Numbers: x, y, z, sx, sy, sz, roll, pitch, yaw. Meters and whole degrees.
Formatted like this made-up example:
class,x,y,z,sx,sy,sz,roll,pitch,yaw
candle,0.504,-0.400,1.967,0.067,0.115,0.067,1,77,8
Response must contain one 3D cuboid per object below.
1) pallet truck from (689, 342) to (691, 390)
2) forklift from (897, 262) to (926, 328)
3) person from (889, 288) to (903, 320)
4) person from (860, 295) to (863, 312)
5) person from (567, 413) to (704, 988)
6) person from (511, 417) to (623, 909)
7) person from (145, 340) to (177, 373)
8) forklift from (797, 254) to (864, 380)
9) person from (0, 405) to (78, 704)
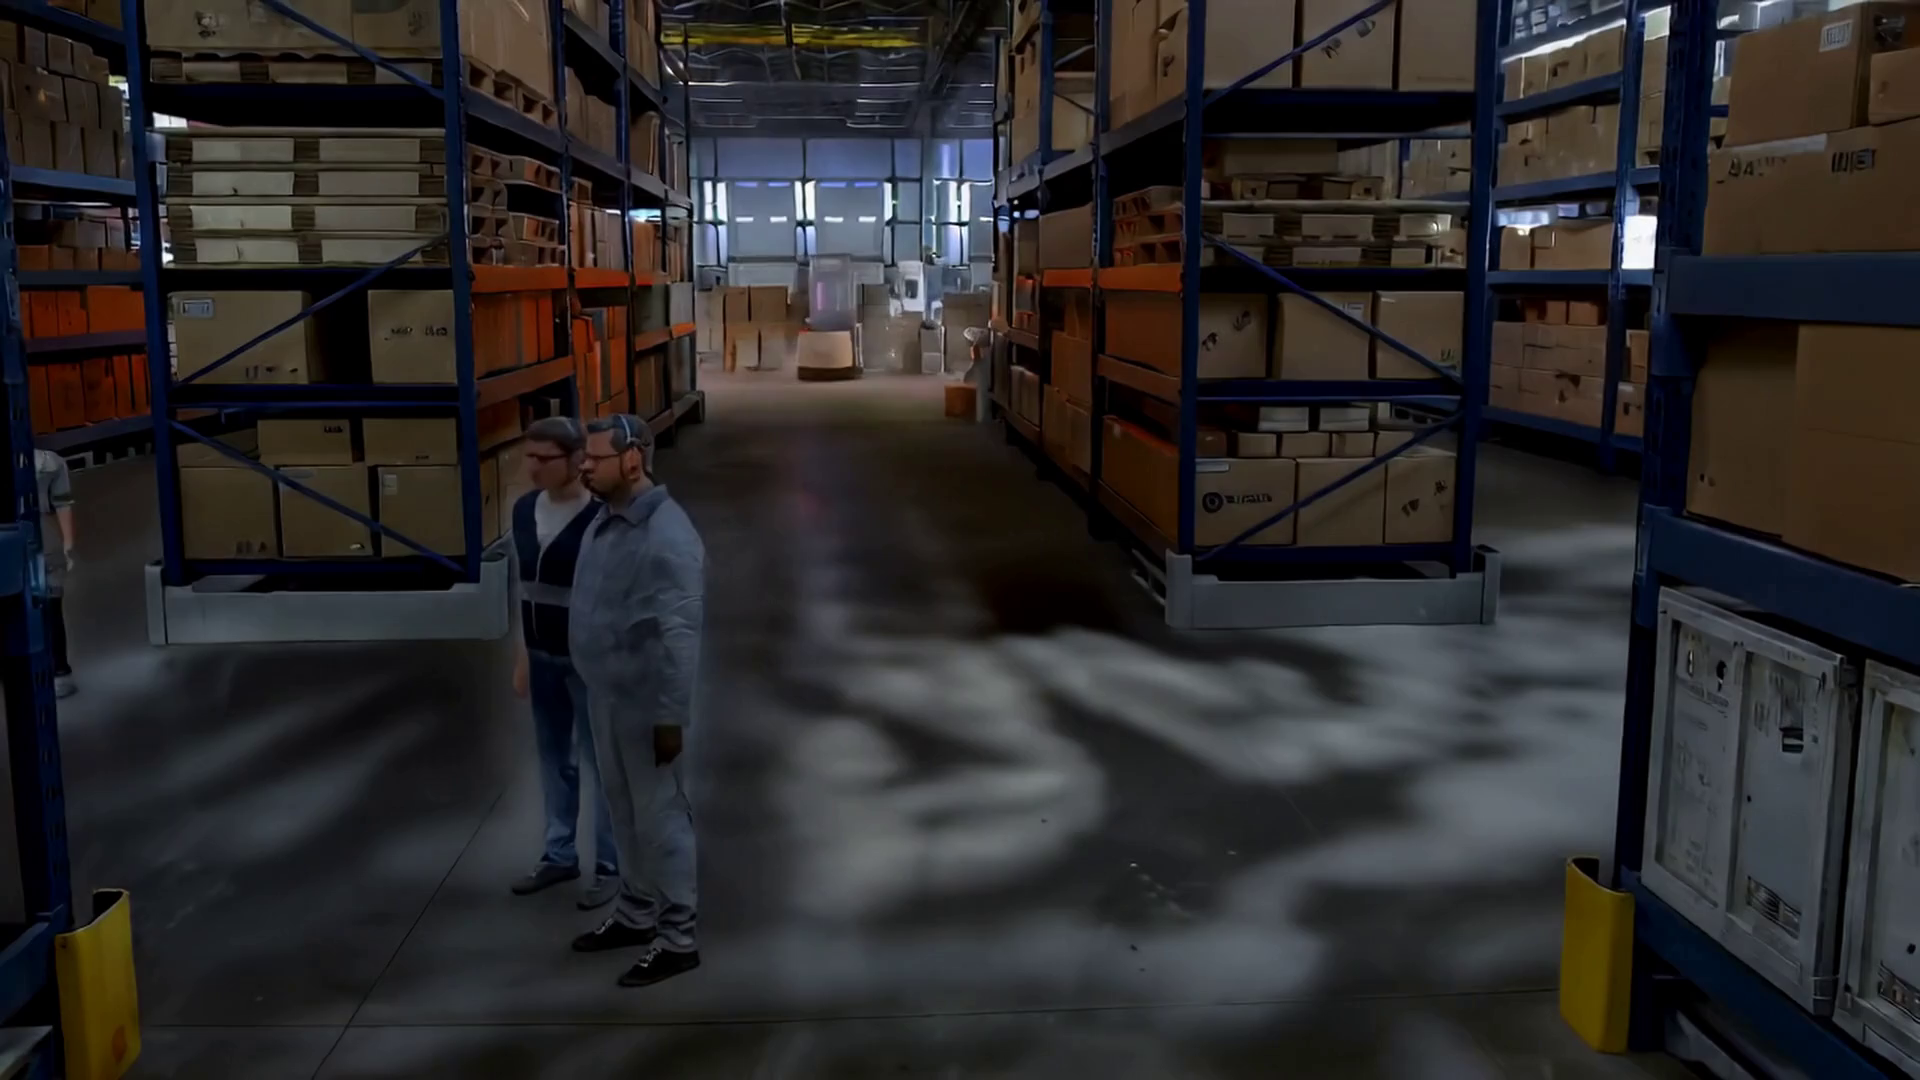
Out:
class,x,y,z,sx,sy,sz,roll,pitch,yaw
pallet truck,-5.225,-3.008,27.480,1.885,1.965,0.823,2,9,14
forklift,-1.779,-8.547,59.498,1.129,2.768,1.873,-1,9,-4
person,-2.294,-7.825,57.964,0.634,1.929,0.387,4,10,21
person,-3.392,-7.614,57.376,0.510,1.680,0.549,3,10,20
person,-1.109,0.525,5.580,0.404,1.906,0.652,-6,11,-34
person,-1.444,0.450,6.255,0.572,1.840,0.373,5,10,30
person,-13.951,-3.114,29.075,0.537,1.698,0.320,1,9,7
forklift,-2.965,-5.066,37.641,1.129,2.768,1.873,2,9,11
person,-5.166,0.061,9.177,0.535,1.691,0.317,-4,10,-24
